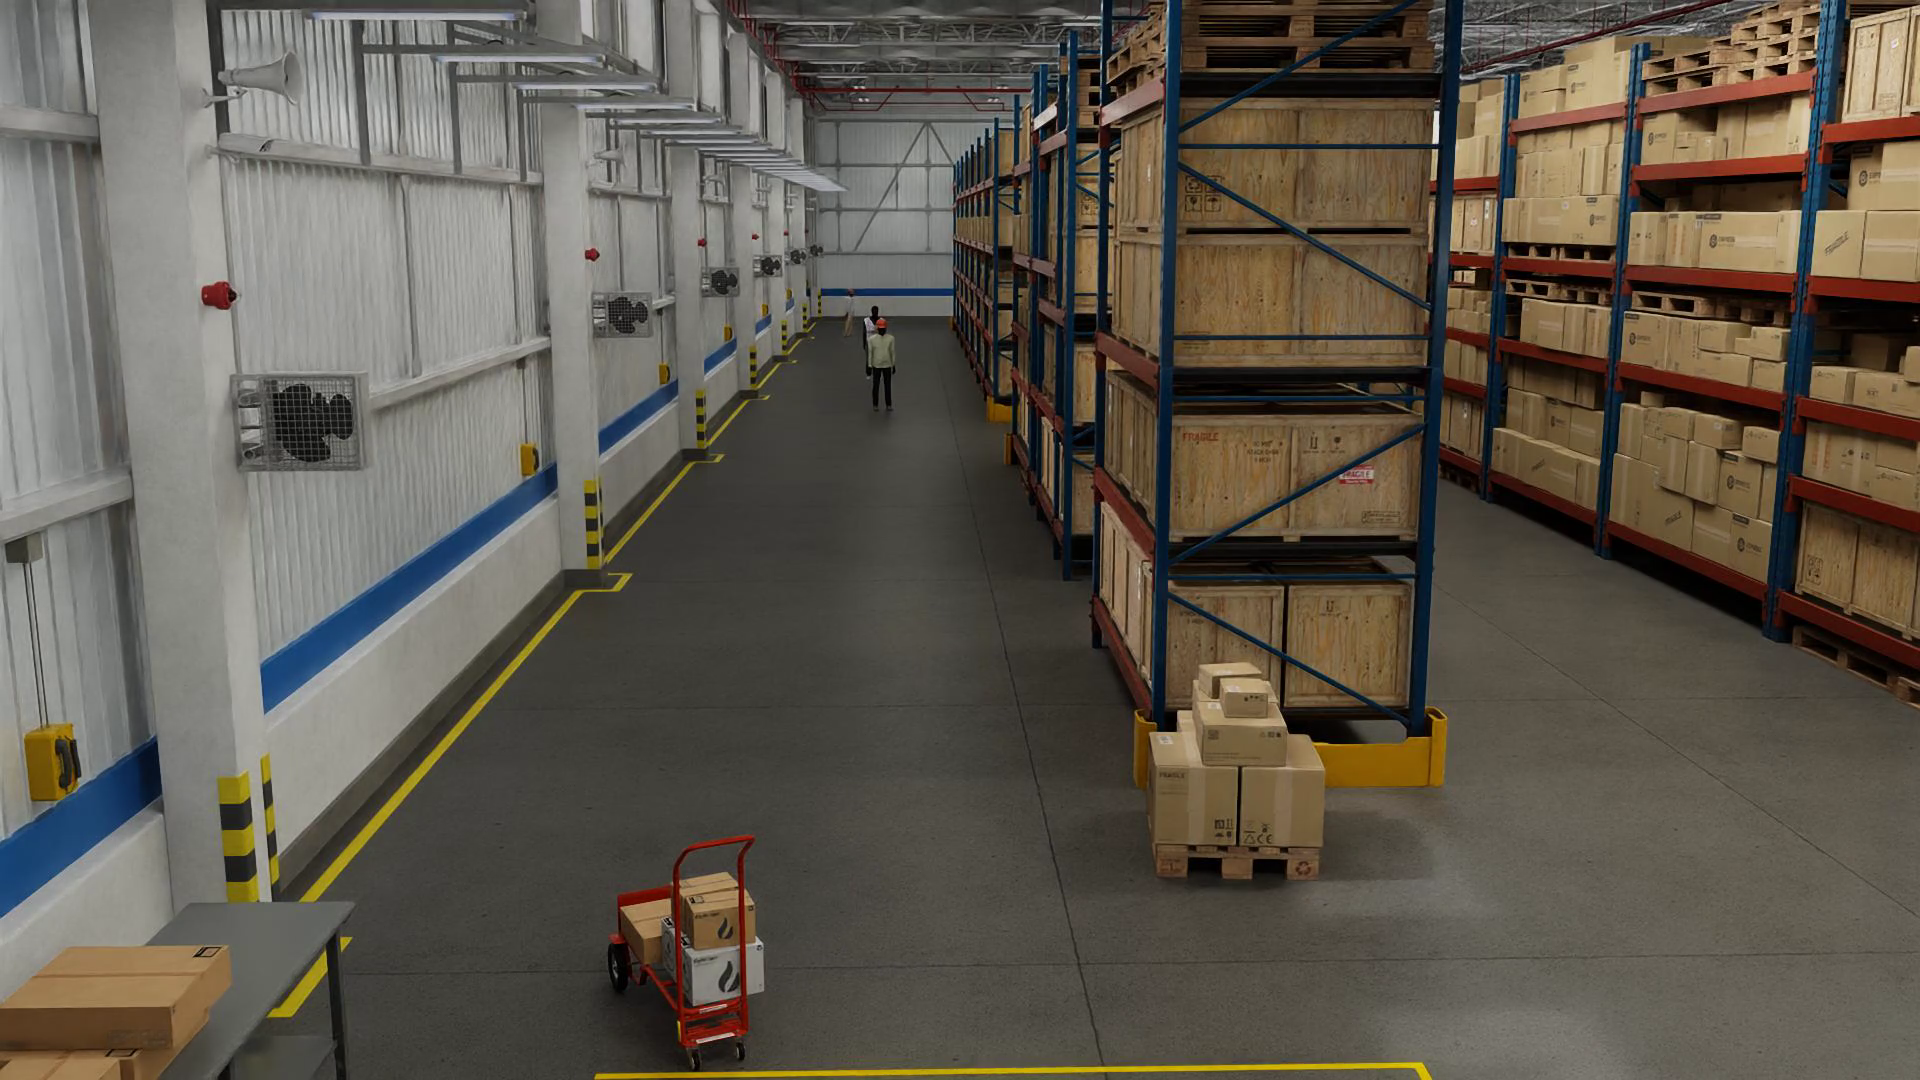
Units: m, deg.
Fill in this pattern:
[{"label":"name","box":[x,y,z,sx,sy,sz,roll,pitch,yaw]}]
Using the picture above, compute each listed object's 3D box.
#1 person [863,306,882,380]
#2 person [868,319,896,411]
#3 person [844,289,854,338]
[{"label":"person","box":[-2.202,-5.064,42.753,0.598,1.906,0.413,-2,11,-11]},{"label":"person","box":[-1.671,-3.754,35.719,0.618,1.986,0.407,-3,11,-16]},{"label":"person","box":[-3.892,-7.911,58.072,0.438,1.704,0.685,-1,11,-6]}]
